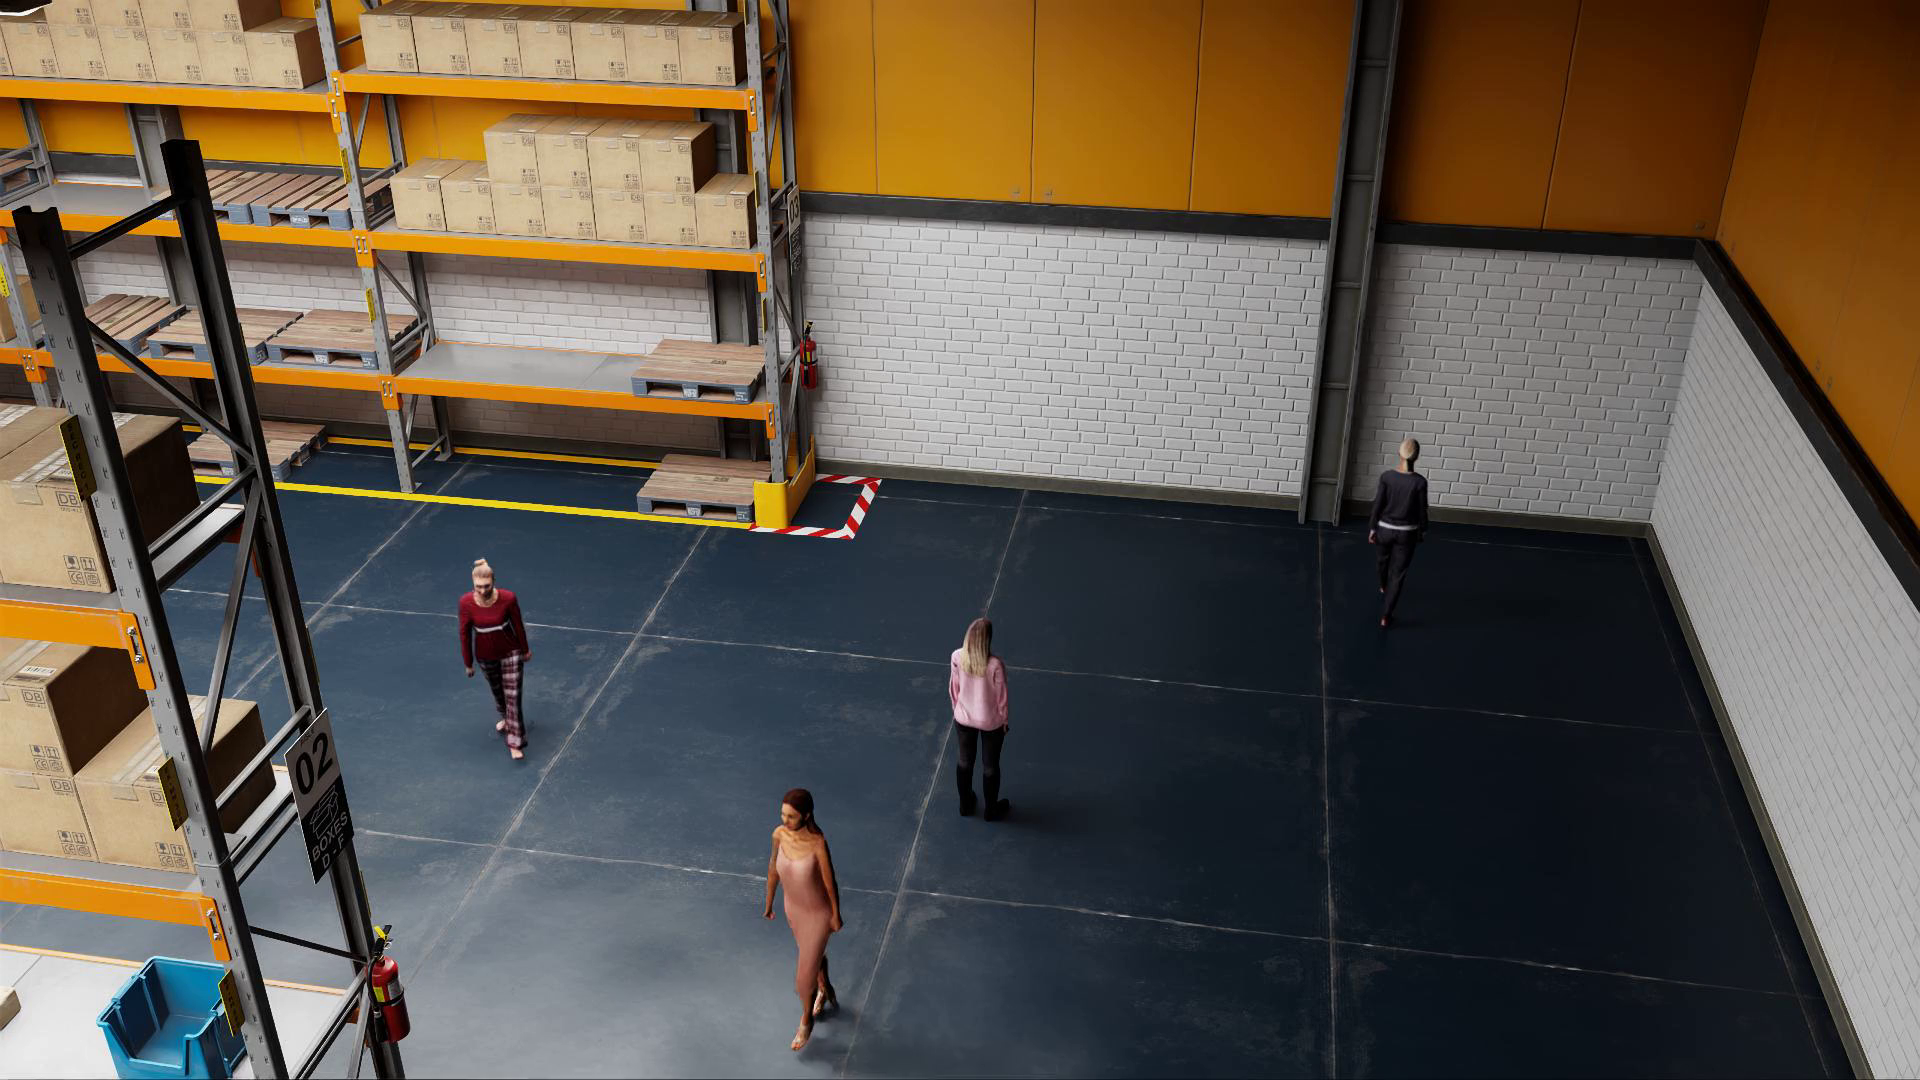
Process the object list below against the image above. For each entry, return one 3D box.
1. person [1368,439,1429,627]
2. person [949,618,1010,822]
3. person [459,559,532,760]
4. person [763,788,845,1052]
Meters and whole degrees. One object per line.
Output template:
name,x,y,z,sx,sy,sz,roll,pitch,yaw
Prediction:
person,3.832,-0.043,14.651,1.048,1.687,0.892,13,31,22
person,0.138,1.304,12.181,0.560,1.688,0.716,12,31,21
person,-3.620,0.856,13.025,0.974,1.666,0.896,-3,29,-6
person,-0.881,2.251,10.314,0.819,1.813,0.851,18,33,29
